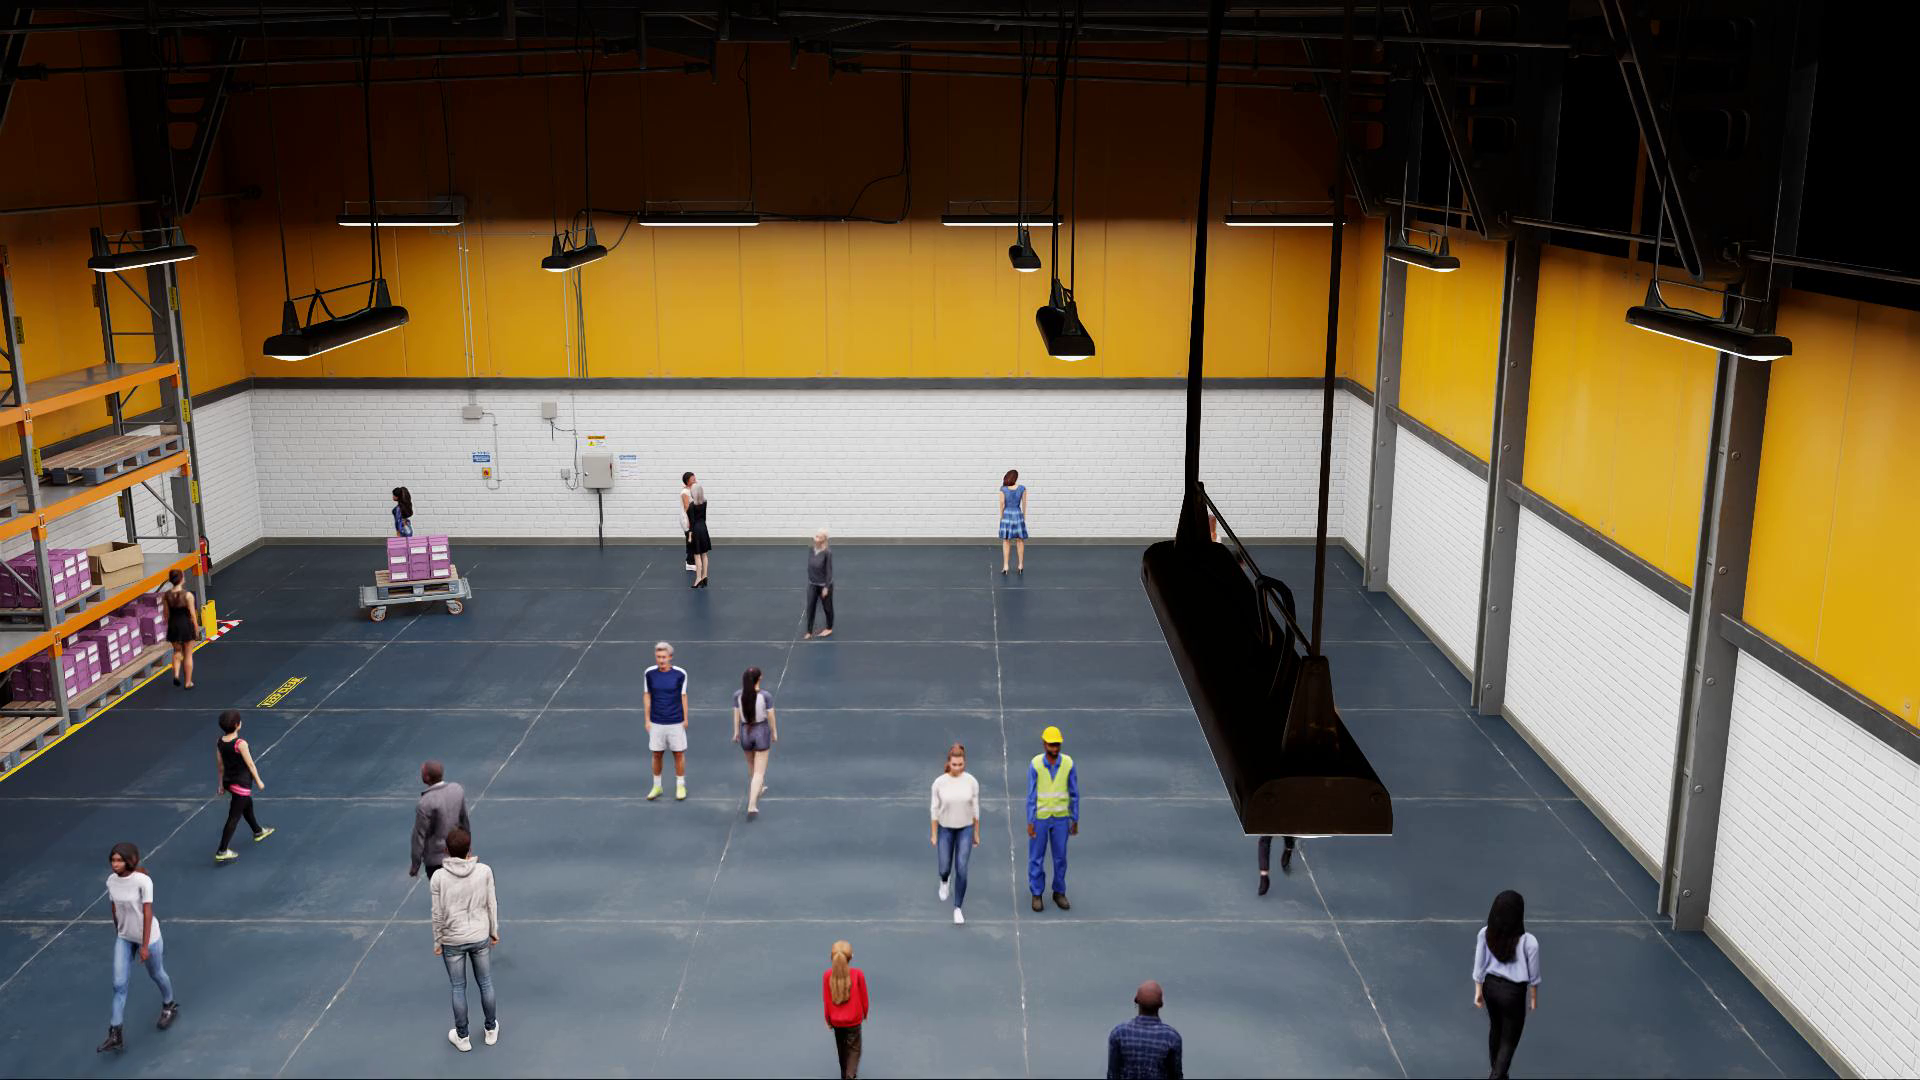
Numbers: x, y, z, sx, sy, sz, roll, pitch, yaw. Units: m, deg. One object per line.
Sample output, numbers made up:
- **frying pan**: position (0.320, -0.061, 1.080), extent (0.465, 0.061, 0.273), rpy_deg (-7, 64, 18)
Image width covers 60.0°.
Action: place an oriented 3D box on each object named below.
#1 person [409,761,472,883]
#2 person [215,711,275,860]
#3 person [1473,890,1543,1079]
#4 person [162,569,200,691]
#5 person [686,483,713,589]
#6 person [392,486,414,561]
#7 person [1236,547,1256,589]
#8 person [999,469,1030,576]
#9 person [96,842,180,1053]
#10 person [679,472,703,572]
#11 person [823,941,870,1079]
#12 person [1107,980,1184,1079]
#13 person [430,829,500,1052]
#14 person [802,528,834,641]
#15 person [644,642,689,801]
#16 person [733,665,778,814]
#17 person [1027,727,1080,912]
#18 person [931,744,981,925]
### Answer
- **person**: position (-4.607, 2.871, 15.024), extent (0.882, 1.804, 0.755), rpy_deg (7, 15, 27)
- **person**: position (-7.461, 2.530, 17.046), extent (0.877, 1.515, 1.099), rpy_deg (7, 15, 28)
- **person**: position (4.085, 3.513, 12.555), extent (1.056, 1.718, 1.171), rpy_deg (11, 17, 38)
- **person**: position (-10.412, 1.219, 22.139), extent (0.582, 1.667, 0.635), rpy_deg (0, 14, -2)
- **person**: position (-4.307, -0.081, 27.339), extent (0.749, 1.747, 0.647), rpy_deg (7, 15, 27)
- **person**: position (-9.255, -0.104, 27.697), extent (0.660, 1.622, 0.475), rpy_deg (0, 14, -1)
- **person**: position (3.873, 0.966, 22.968), extent (0.749, 1.767, 0.516), rpy_deg (-9, 16, -33)
- **person**: position (0.894, -0.314, 28.173), extent (0.704, 1.806, 0.622), rpy_deg (-2, 14, -10)
- **person**: position (-6.686, 3.261, 13.659), extent (0.705, 1.688, 1.088), rpy_deg (2, 14, 8)
- **person**: position (-4.618, -0.344, 28.549), extent (0.723, 1.687, 0.557), rpy_deg (-1, 14, -5)
- **person**: position (-0.873, 3.699, 12.753), extent (0.596, 1.264, 0.912), rpy_deg (3, 14, 10)
- **person**: position (1.229, 3.829, 11.088), extent (0.733, 1.796, 0.870), rpy_deg (1, 14, 5)
- **person**: position (-4.009, 3.222, 13.473), extent (0.759, 1.852, 0.748), rpy_deg (-8, 16, -29)
- **person**: position (-2.046, 0.624, 24.547), extent (0.871, 1.690, 1.023), rpy_deg (10, 17, 35)
- **person**: position (-3.272, 1.999, 18.559), extent (0.624, 1.835, 0.519), rpy_deg (0, 14, 0)
- **person**: position (-2.256, 2.210, 18.166), extent (0.763, 1.609, 1.096), rpy_deg (3, 14, 12)
- **person**: position (0.852, 2.644, 15.941), extent (0.693, 1.813, 0.613), rpy_deg (-2, 14, -8)
- **person**: position (-0.047, 2.744, 15.748), extent (0.631, 1.711, 0.826), rpy_deg (-1, 14, -3)
